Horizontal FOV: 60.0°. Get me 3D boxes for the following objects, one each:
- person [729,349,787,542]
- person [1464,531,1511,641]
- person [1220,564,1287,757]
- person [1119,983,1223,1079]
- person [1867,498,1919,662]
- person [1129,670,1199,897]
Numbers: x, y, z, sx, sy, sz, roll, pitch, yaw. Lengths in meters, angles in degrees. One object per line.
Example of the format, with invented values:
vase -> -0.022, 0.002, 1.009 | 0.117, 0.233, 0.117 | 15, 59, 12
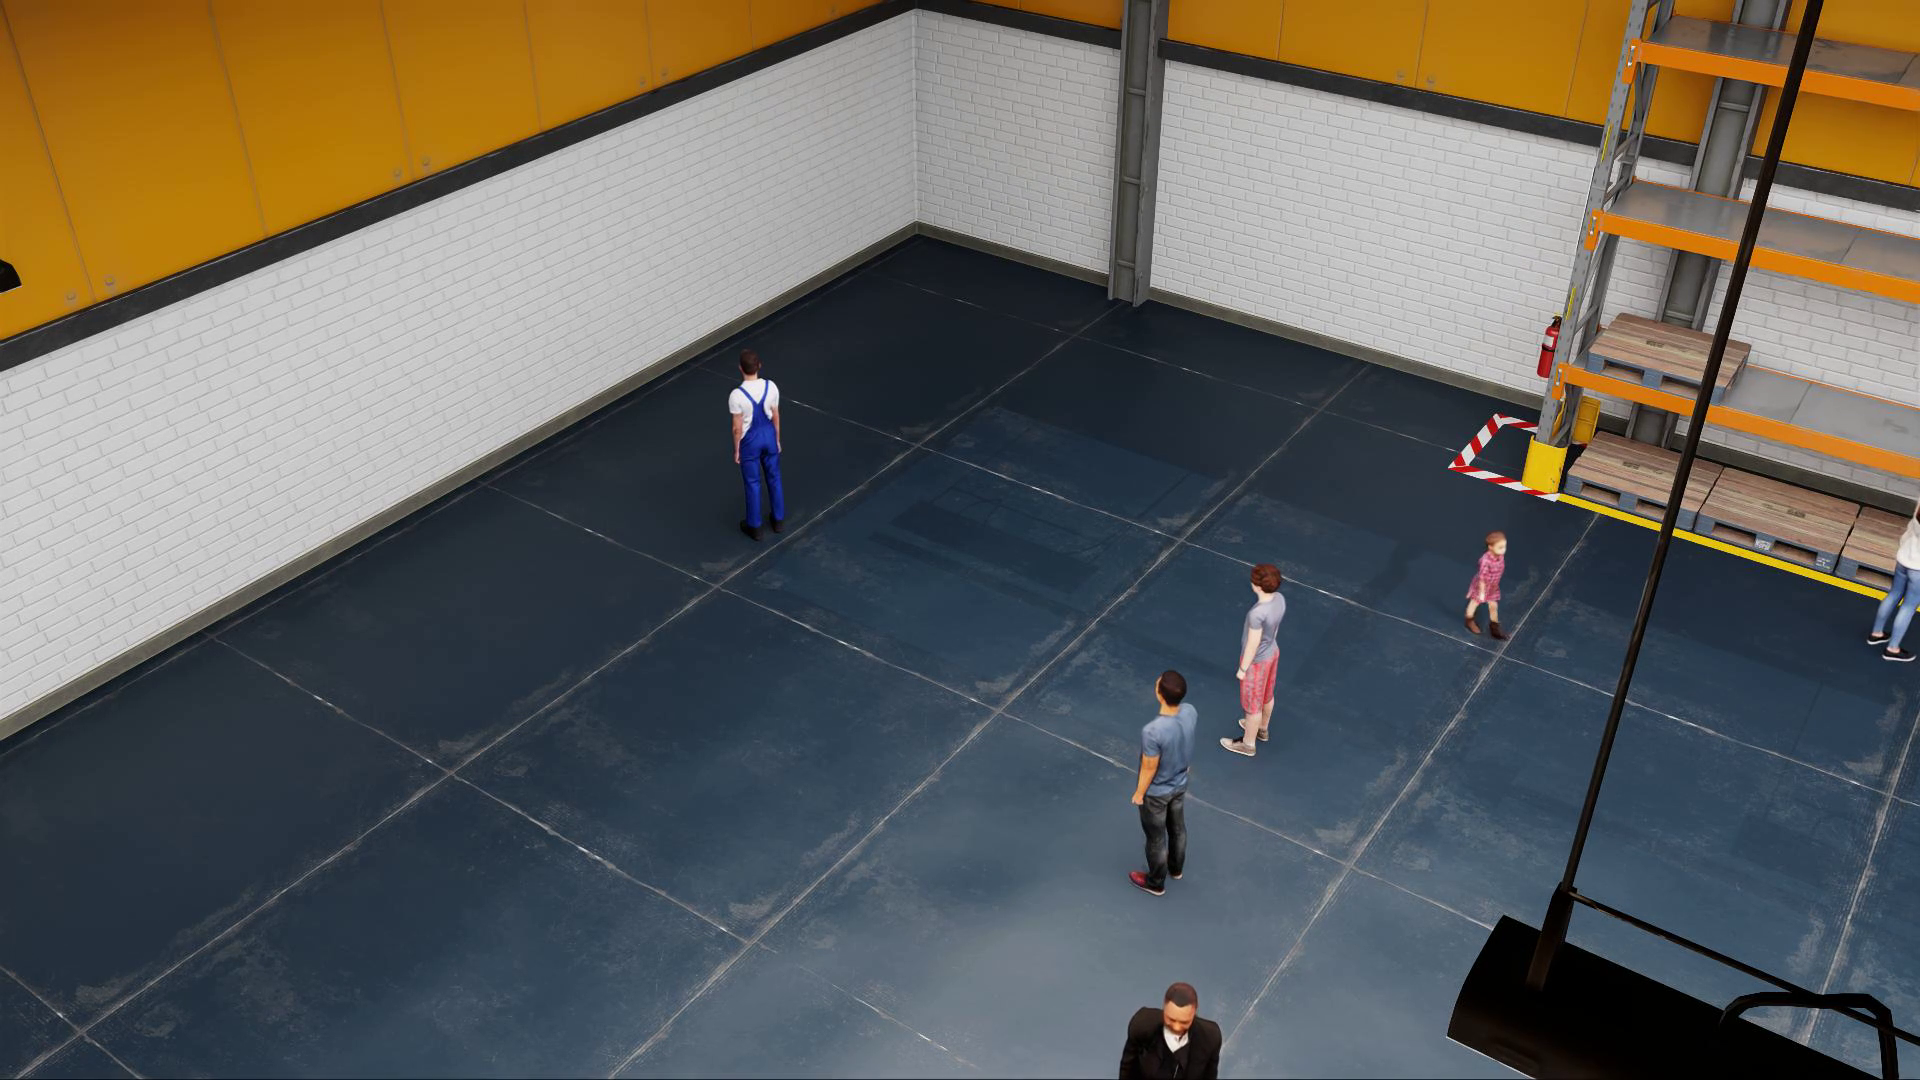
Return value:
person -> -1.814, -0.860, 14.900 | 0.713, 1.851, 0.717 | -17, 37, -23
person -> 4.359, 0.336, 13.863 | 0.564, 1.007, 0.696 | -20, 38, -27
person -> 2.247, 0.887, 12.452 | 0.532, 1.651, 0.582 | 24, 40, 31
person -> 1.117, 3.053, 8.965 | 0.707, 1.904, 0.836 | 6, 34, 9
person -> 7.753, 0.202, 13.446 | 0.752, 1.691, 0.709 | -3, 34, -4
person -> 1.378, 1.629, 11.193 | 0.704, 1.809, 0.610 | -27, 42, -34
